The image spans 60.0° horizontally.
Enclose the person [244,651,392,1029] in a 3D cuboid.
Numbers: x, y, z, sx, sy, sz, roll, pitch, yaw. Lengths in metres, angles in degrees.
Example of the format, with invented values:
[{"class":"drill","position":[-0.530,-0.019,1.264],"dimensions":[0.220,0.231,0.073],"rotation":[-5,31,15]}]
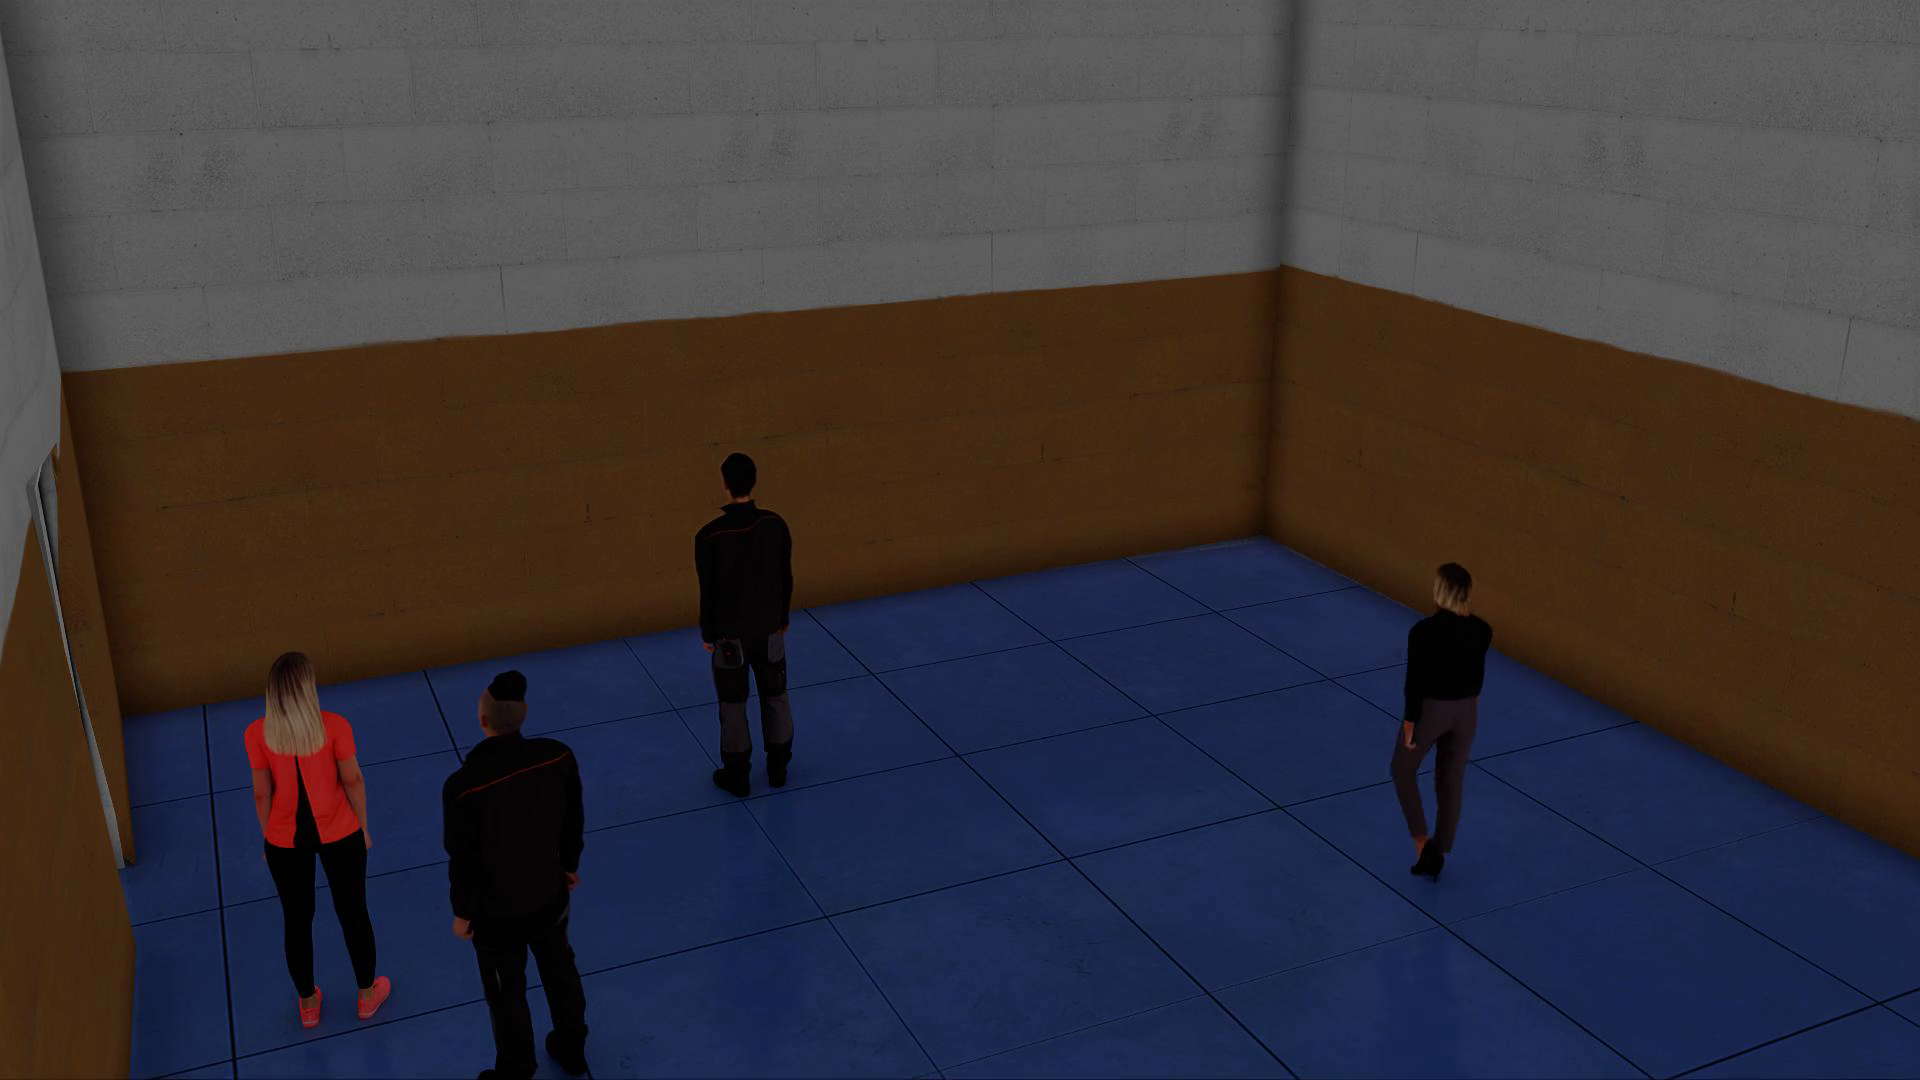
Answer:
[{"class":"person","position":[-2.758,1.273,7.096],"dimensions":[0.542,1.693,0.702],"rotation":[-4,19,-11]}]

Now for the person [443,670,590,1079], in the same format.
[{"class":"person","position":[-1.739,1.353,6.560],"dimensions":[0.905,1.860,0.717],"rotation":[17,25,40]}]

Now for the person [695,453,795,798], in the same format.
[{"class":"person","position":[-1.167,0.458,9.117],"dimensions":[0.530,1.946,0.762],"rotation":[-10,21,-26]}]

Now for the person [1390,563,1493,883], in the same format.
[{"class":"person","position":[2.392,0.942,8.123],"dimensions":[0.662,1.664,0.747],"rotation":[-3,19,-9]}]
